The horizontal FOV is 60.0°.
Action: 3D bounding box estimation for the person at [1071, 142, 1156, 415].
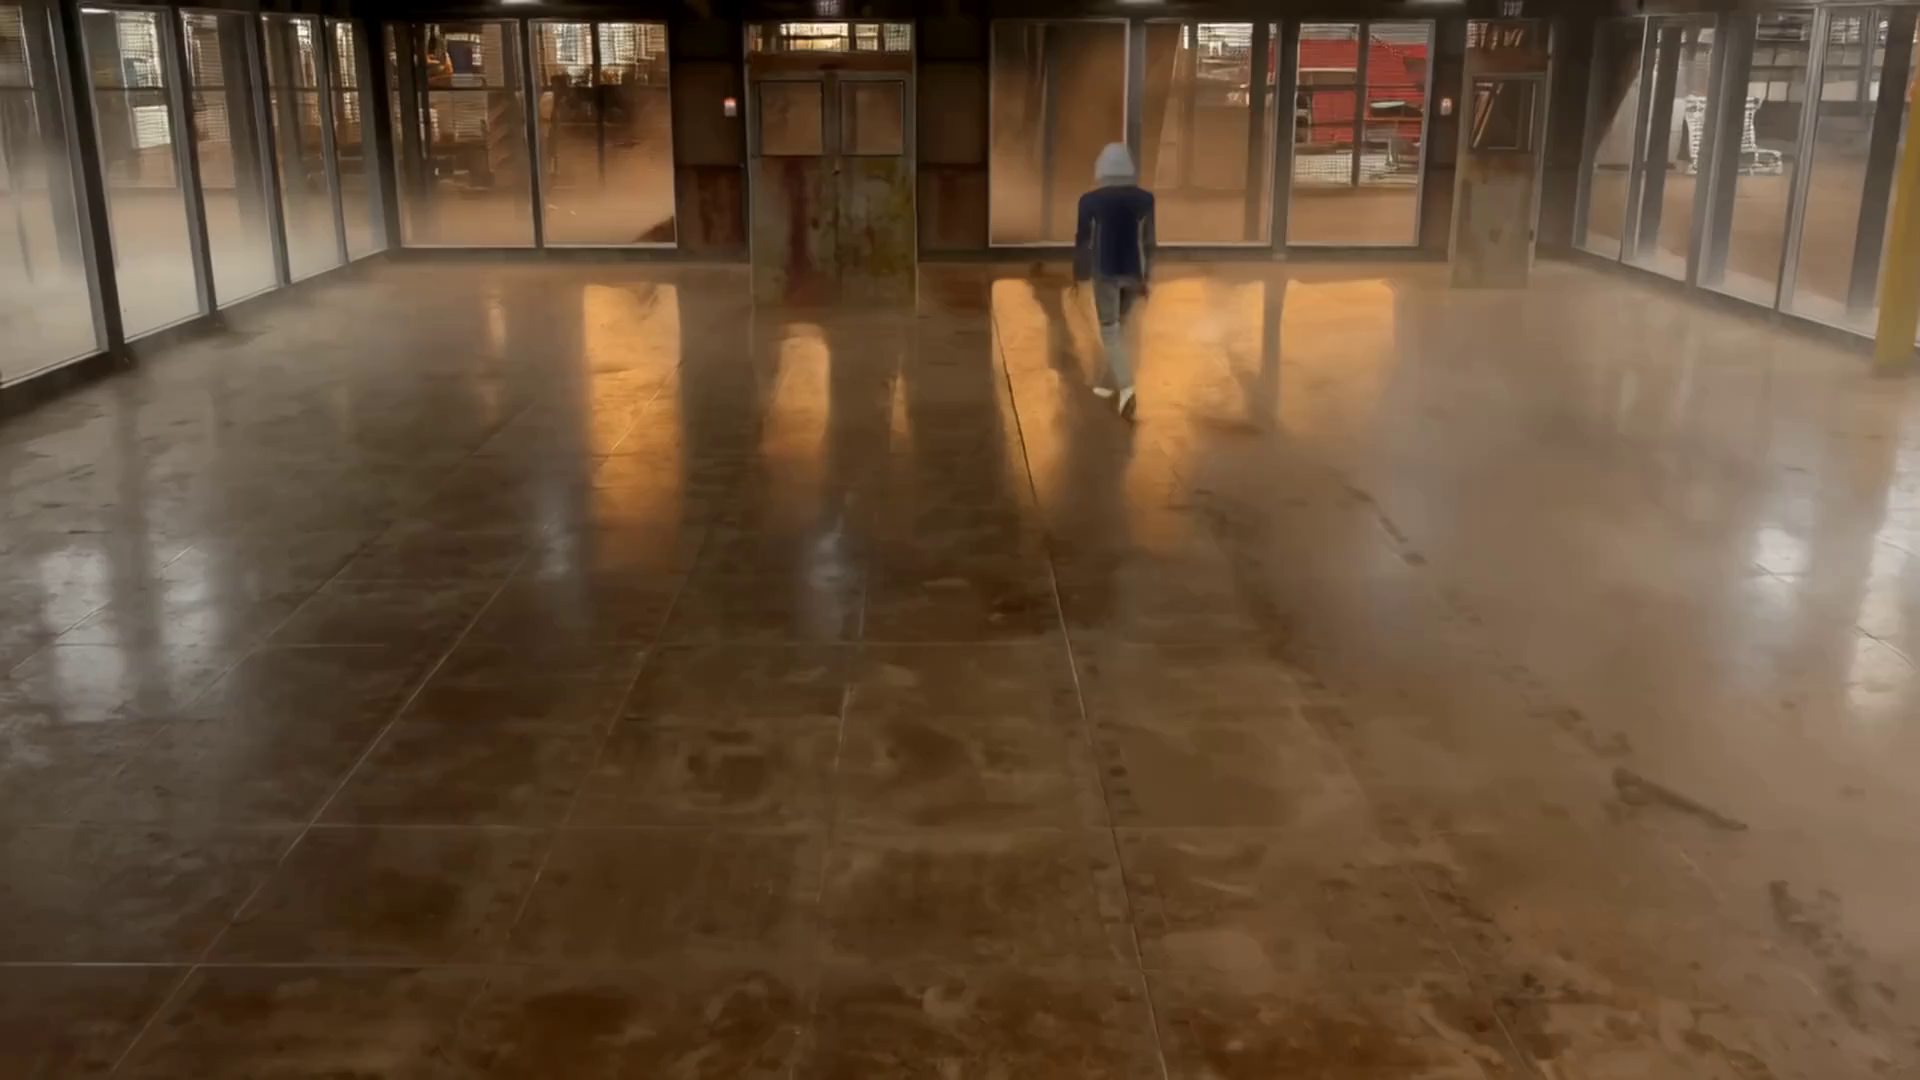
[{"bbox_3d":[0.949,-1.570,9.991,0.506,1.604,0.801,-5,17,-17],"label":"person"}]
